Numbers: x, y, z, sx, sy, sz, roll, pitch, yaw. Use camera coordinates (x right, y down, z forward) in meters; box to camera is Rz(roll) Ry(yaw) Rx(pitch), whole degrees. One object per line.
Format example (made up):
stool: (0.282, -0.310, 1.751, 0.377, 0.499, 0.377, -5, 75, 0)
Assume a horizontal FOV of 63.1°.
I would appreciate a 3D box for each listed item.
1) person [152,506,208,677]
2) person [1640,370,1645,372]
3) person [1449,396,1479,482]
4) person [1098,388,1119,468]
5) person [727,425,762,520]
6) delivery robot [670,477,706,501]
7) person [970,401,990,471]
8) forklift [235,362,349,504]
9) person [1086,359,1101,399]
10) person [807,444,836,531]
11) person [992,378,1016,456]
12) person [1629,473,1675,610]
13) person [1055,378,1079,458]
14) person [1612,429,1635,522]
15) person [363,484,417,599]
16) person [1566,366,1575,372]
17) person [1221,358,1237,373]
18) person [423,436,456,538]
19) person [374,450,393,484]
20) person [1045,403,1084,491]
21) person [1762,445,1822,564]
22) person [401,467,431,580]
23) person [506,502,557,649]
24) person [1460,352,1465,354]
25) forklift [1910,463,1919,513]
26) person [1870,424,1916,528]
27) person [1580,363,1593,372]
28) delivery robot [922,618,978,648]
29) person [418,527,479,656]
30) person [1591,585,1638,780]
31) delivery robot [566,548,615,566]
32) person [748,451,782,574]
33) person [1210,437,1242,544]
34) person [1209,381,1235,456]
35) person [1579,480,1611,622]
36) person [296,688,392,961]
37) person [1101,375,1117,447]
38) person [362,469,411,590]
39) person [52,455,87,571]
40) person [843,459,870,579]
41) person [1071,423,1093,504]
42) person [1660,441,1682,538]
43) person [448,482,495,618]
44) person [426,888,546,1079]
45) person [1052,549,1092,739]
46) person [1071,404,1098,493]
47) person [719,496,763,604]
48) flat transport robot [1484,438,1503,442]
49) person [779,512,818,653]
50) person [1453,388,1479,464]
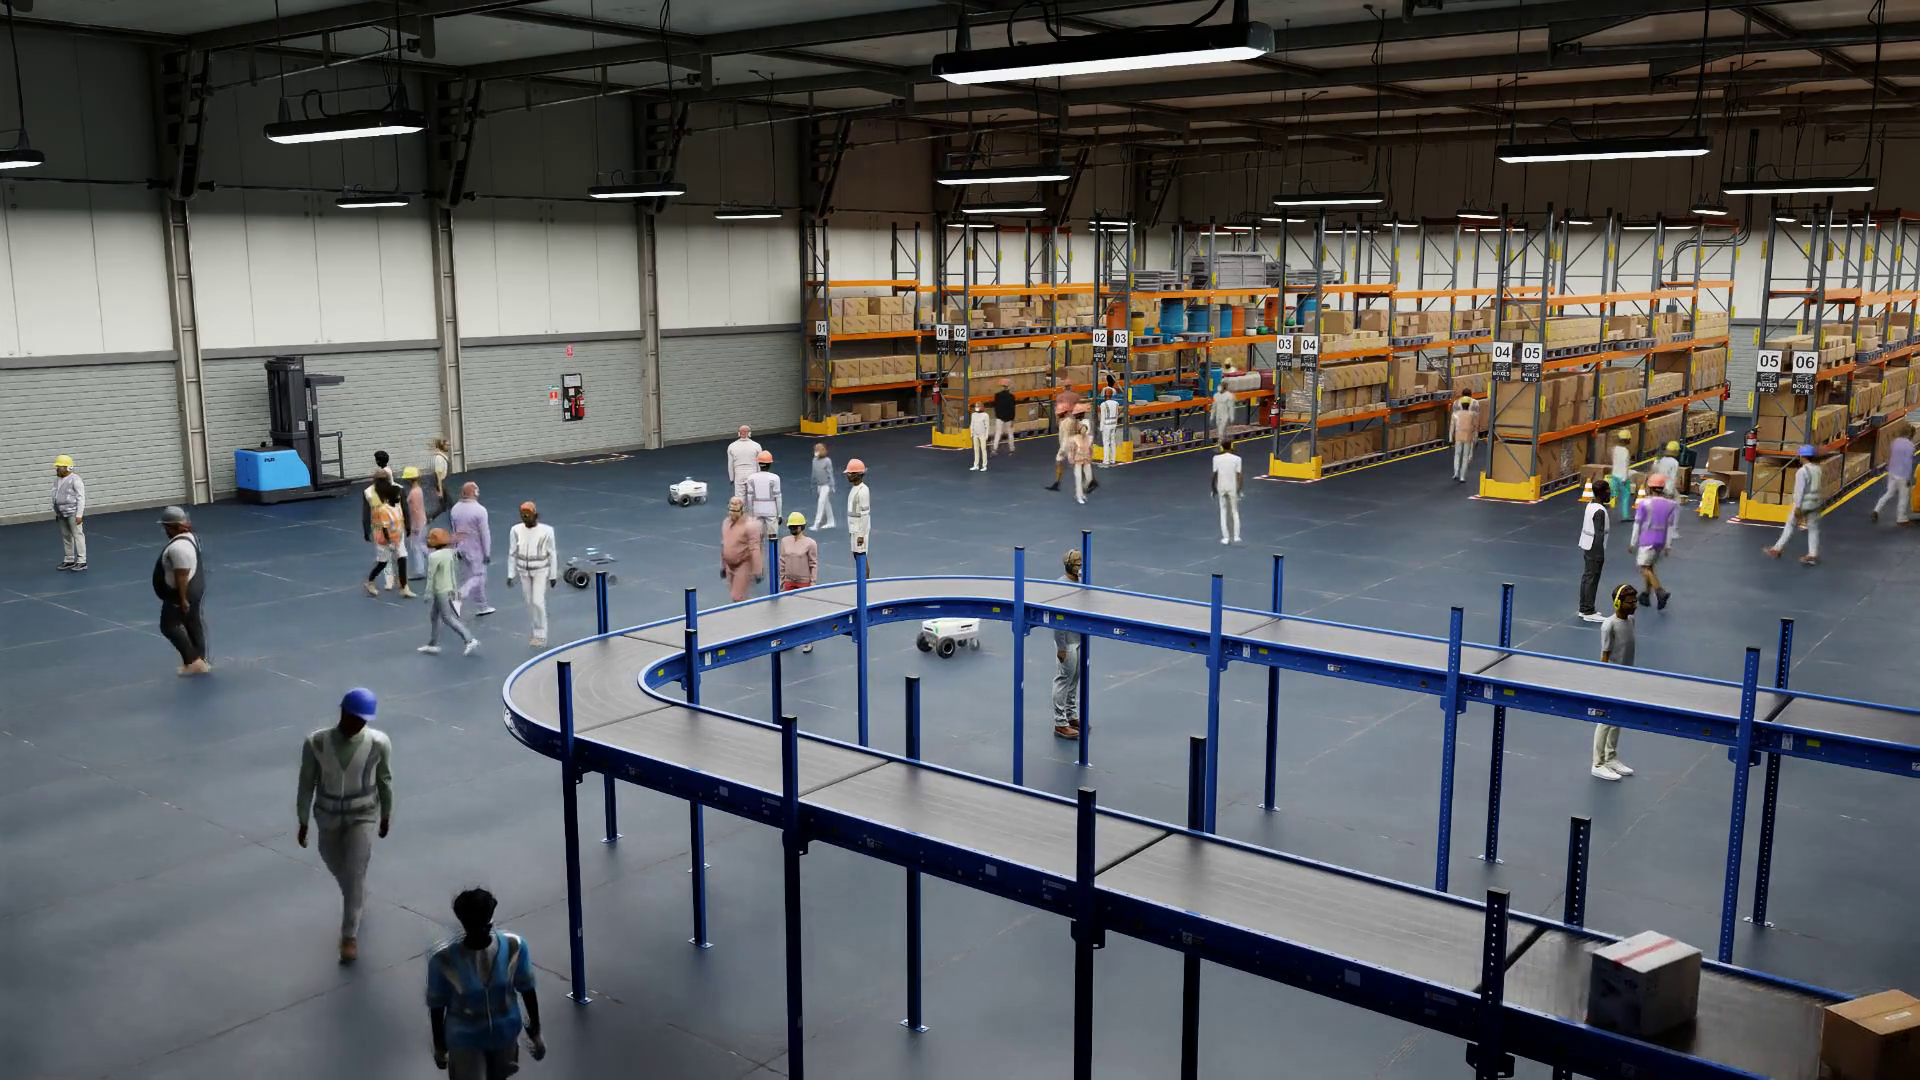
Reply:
person: (-9.170, 0.616, 18.376, 0.543, 2.000, 0.679, -2, 10, -11)
person: (19.457, -3.950, 44.580, 0.632, 1.827, 0.631, -8, 13, -39)
person: (11.236, -2.258, 34.858, 0.612, 1.888, 0.865, 4, 11, 21)
person: (3.516, -2.659, 37.137, 0.574, 1.882, 0.356, -10, 14, -44)
person: (-3.893, -1.137, 28.509, 0.641, 1.905, 0.410, 0, 10, -1)
delivery robot: (-5.467, -1.021, 31.505, 0.707, 0.478, 0.477, -9, 13, -41)
person: (0.455, -2.429, 36.539, 0.507, 1.631, 0.272, 7, 13, 36)
forklift: (-13.803, -2.244, 32.110, 1.129, 2.768, 1.873, 8, 13, 37)
person: (4.191, -4.797, 49.269, 0.568, 1.843, 0.374, 9, 13, 40)
person: (-2.542, -0.951, 28.364, 0.864, 1.587, 0.551, -9, 14, -42)
person: (1.103, -3.075, 39.278, 0.607, 1.961, 0.948, 5, 11, 25)
person: (9.766, 0.026, 21.960, 0.551, 1.911, 0.812, -2, 10, -12)
person: (2.692, -3.025, 38.924, 0.622, 1.981, 0.596, -3, 11, -16)
person: (12.359, -1.216, 29.390, 0.760, 1.742, 0.535, 0, 10, -3)
person: (-8.330, 0.010, 22.721, 0.797, 1.668, 0.527, 3, 11, 16)
person: (17.001, -3.875, 43.640, 0.615, 2.014, 0.930, 7, 12, 34)
person: (8.516, -4.916, 50.105, 0.597, 1.780, 0.933, 7, 12, 33)
person: (-9.168, -0.925, 27.573, 0.844, 1.822, 0.529, -2, 10, -10)
person: (-9.723, -0.675, 26.502, 0.319, 1.693, 0.533, -3, 11, -18)
person: (2.345, -1.992, 33.393, 0.969, 1.892, 0.561, -3, 10, -15)
person: (13.601, -0.596, 25.426, 0.645, 1.909, 0.915, -6, 12, -30)
person: (-8.319, -0.264, 24.006, 0.433, 1.750, 0.544, -2, 10, -13)
person: (-5.414, 0.447, 19.720, 0.568, 1.862, 0.631, 2, 10, 11)
person: (16.099, -5.021, 50.142, 0.618, 1.986, 0.406, 0, 10, 2)
forklift: (19.034, -1.348, 28.998, 2.313, 2.155, 1.214, 8, 13, 37)
person: (17.263, -1.190, 28.794, 0.705, 1.916, 0.679, 0, 10, -1)
person: (19.176, -4.610, 47.994, 0.545, 1.929, 0.389, -3, 11, -16)
delivery robot: (-0.115, 1.095, 19.592, 0.707, 0.478, 0.477, -8, 13, -37)
person: (-6.369, 0.636, 19.380, 0.800, 1.599, 0.501, 1, 10, 3)
person: (6.213, 1.328, 14.772, 0.517, 1.863, 0.323, -8, 13, -39)
delivery robot: (-5.591, 0.241, 23.668, 0.698, 0.223, 0.335, -6, 12, -30)
person: (-3.030, -0.427, 24.411, 0.543, 1.940, 0.361, 2, 10, 11)
person: (4.619, -0.858, 27.144, 0.545, 1.838, 0.473, 2, 10, 10)
person: (6.455, -3.008, 39.038, 0.920, 1.900, 0.652, -7, 12, -36)
person: (8.645, 0.134, 21.303, 0.390, 1.922, 0.591, 2, 10, 9)
person: (-4.381, 1.946, 11.217, 0.636, 1.884, 0.957, -2, 10, -12)
person: (3.901, -3.326, 40.650, 0.361, 1.963, 0.613, -6, 11, -28)
person: (-8.531, -0.166, 23.281, 0.662, 1.821, 0.431, -2, 10, -10)
person: (-14.109, -0.436, 24.747, 0.592, 1.837, 0.404, 4, 11, 23)
person: (-1.487, -0.150, 22.559, 0.374, 2.043, 0.611, -3, 11, -17)
person: (2.466, -1.544, 31.573, 0.523, 1.626, 0.367, -3, 11, -19)
person: (12.525, -0.883, 27.574, 0.598, 1.723, 0.490, -3, 10, -16)
person: (-6.731, 0.146, 21.392, 0.643, 1.872, 0.763, 6, 12, 32)
person: (-2.424, 2.611, 8.072, 0.551, 1.653, 0.829, -6, 12, -32)
person: (1.152, 1.049, 16.105, 0.370, 1.940, 0.630, 6, 11, 29)
person: (2.598, -1.910, 32.858, 0.553, 1.905, 0.569, -1, 10, -8)
person: (-2.847, 0.365, 20.112, 0.444, 1.881, 0.719, -10, 14, -43)
flat transport robot: (14.844, -2.800, 42.579, 0.652, 0.197, 1.431, 7, 13, 36)
person: (-2.028, 0.521, 19.561, 0.524, 1.769, 0.314, 4, 11, 22)
person: (12.222, -2.761, 37.822, 0.625, 1.844, 0.429, 4, 11, 20)
